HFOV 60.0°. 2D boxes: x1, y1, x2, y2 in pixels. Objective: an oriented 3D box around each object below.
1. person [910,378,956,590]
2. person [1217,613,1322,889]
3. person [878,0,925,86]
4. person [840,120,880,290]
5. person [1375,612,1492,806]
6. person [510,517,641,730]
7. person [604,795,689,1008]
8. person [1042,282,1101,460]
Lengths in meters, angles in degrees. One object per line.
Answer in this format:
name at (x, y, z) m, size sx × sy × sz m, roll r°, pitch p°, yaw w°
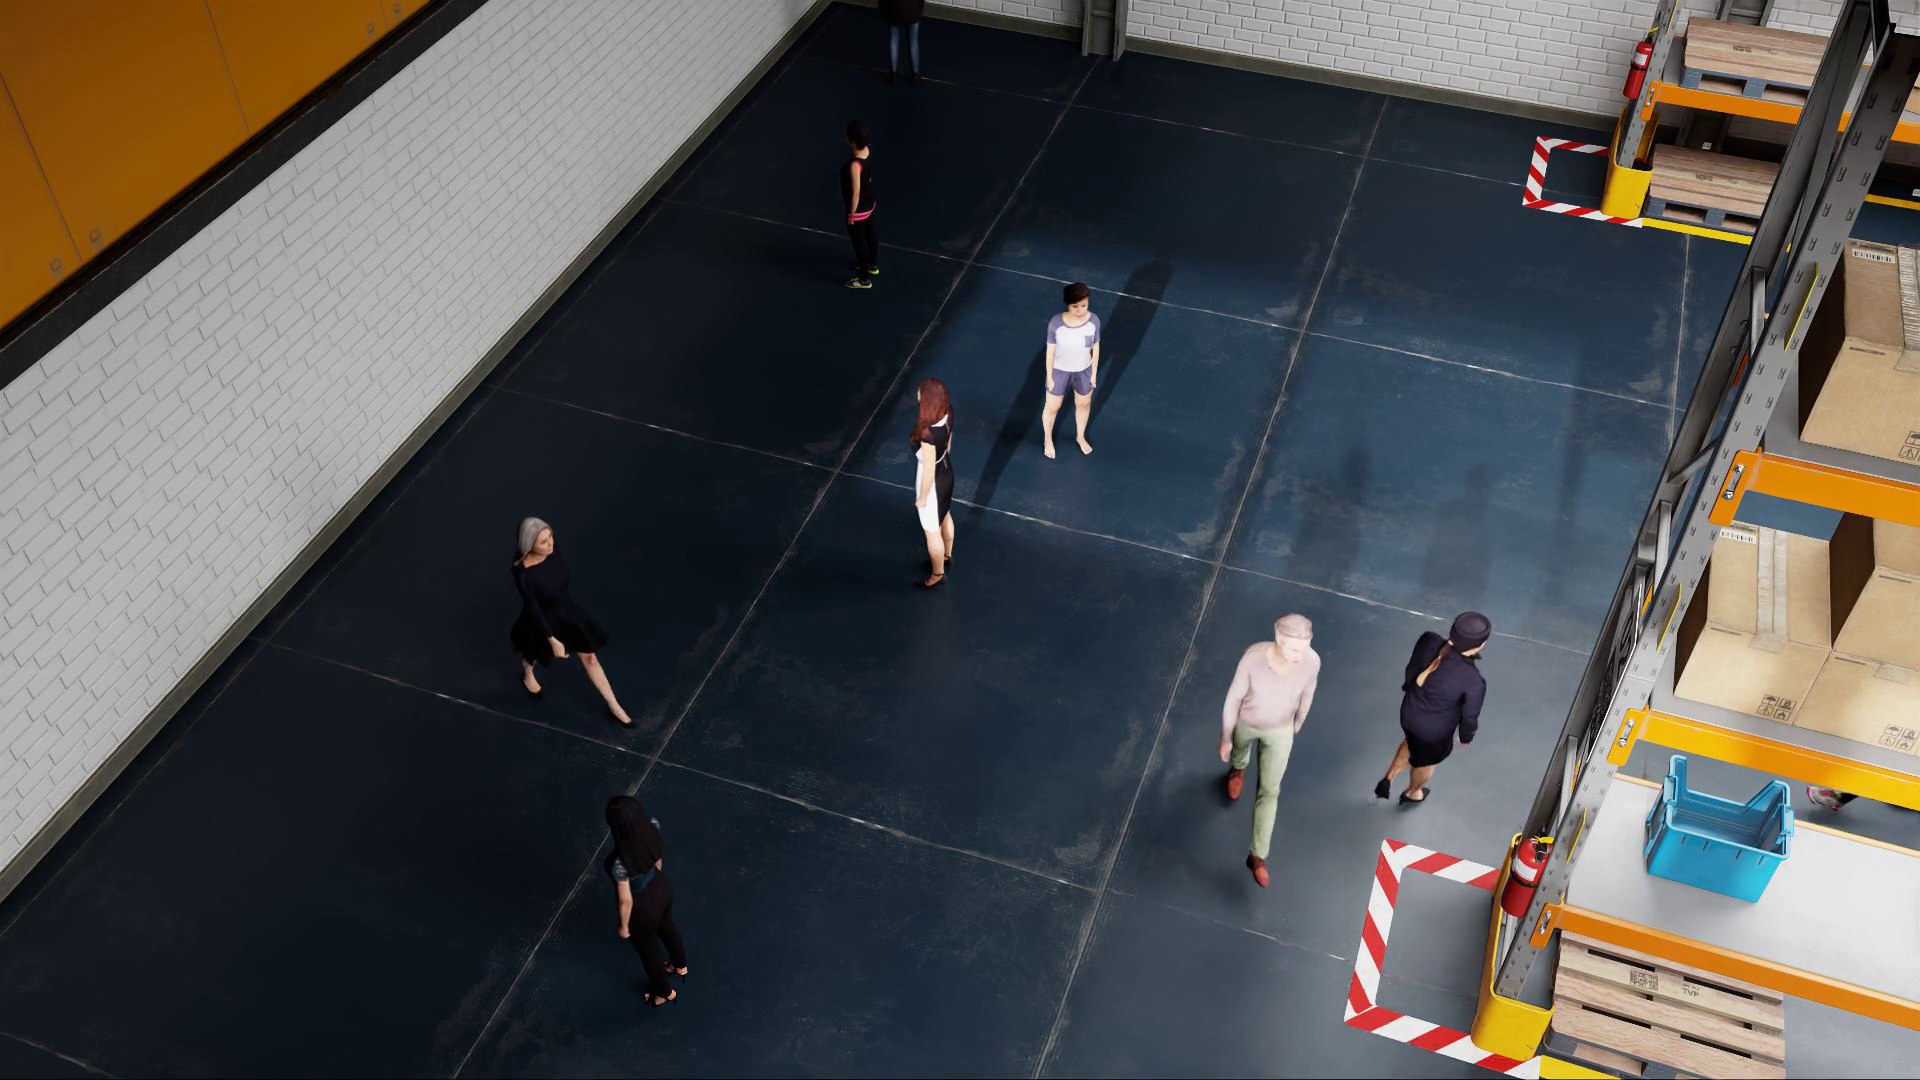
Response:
person at (-0.169, -0.376, 11.305) m, size 0.474 × 1.796 × 0.579 m, roll 15°, pitch 46°, yaw 15°
person at (1.776, 1.019, 9.829) m, size 1.286 × 1.812 × 0.943 m, roll 5°, pitch 44°, yaw 6°
person at (-0.583, -5.343, 16.637) m, size 0.645 × 1.633 × 0.759 m, roll 2°, pitch 44°, yaw 2°
person at (-0.841, -2.859, 14.089) m, size 0.501 × 1.551 × 0.533 m, roll 13°, pitch 45°, yaw 13°
person at (2.745, 1.080, 9.877) m, size 0.913 × 1.658 × 0.840 m, roll -23°, pitch 48°, yaw -23°
person at (-2.636, 0.514, 10.444) m, size 1.205 × 1.696 × 0.710 m, roll 21°, pitch 48°, yaw 21°
person at (-1.689, 1.942, 8.915) m, size 0.492 × 1.736 × 0.571 m, roll 16°, pitch 46°, yaw 16°
person at (0.830, -1.285, 12.429) m, size 0.608 × 1.562 × 0.707 m, roll -6°, pitch 44°, yaw -6°
